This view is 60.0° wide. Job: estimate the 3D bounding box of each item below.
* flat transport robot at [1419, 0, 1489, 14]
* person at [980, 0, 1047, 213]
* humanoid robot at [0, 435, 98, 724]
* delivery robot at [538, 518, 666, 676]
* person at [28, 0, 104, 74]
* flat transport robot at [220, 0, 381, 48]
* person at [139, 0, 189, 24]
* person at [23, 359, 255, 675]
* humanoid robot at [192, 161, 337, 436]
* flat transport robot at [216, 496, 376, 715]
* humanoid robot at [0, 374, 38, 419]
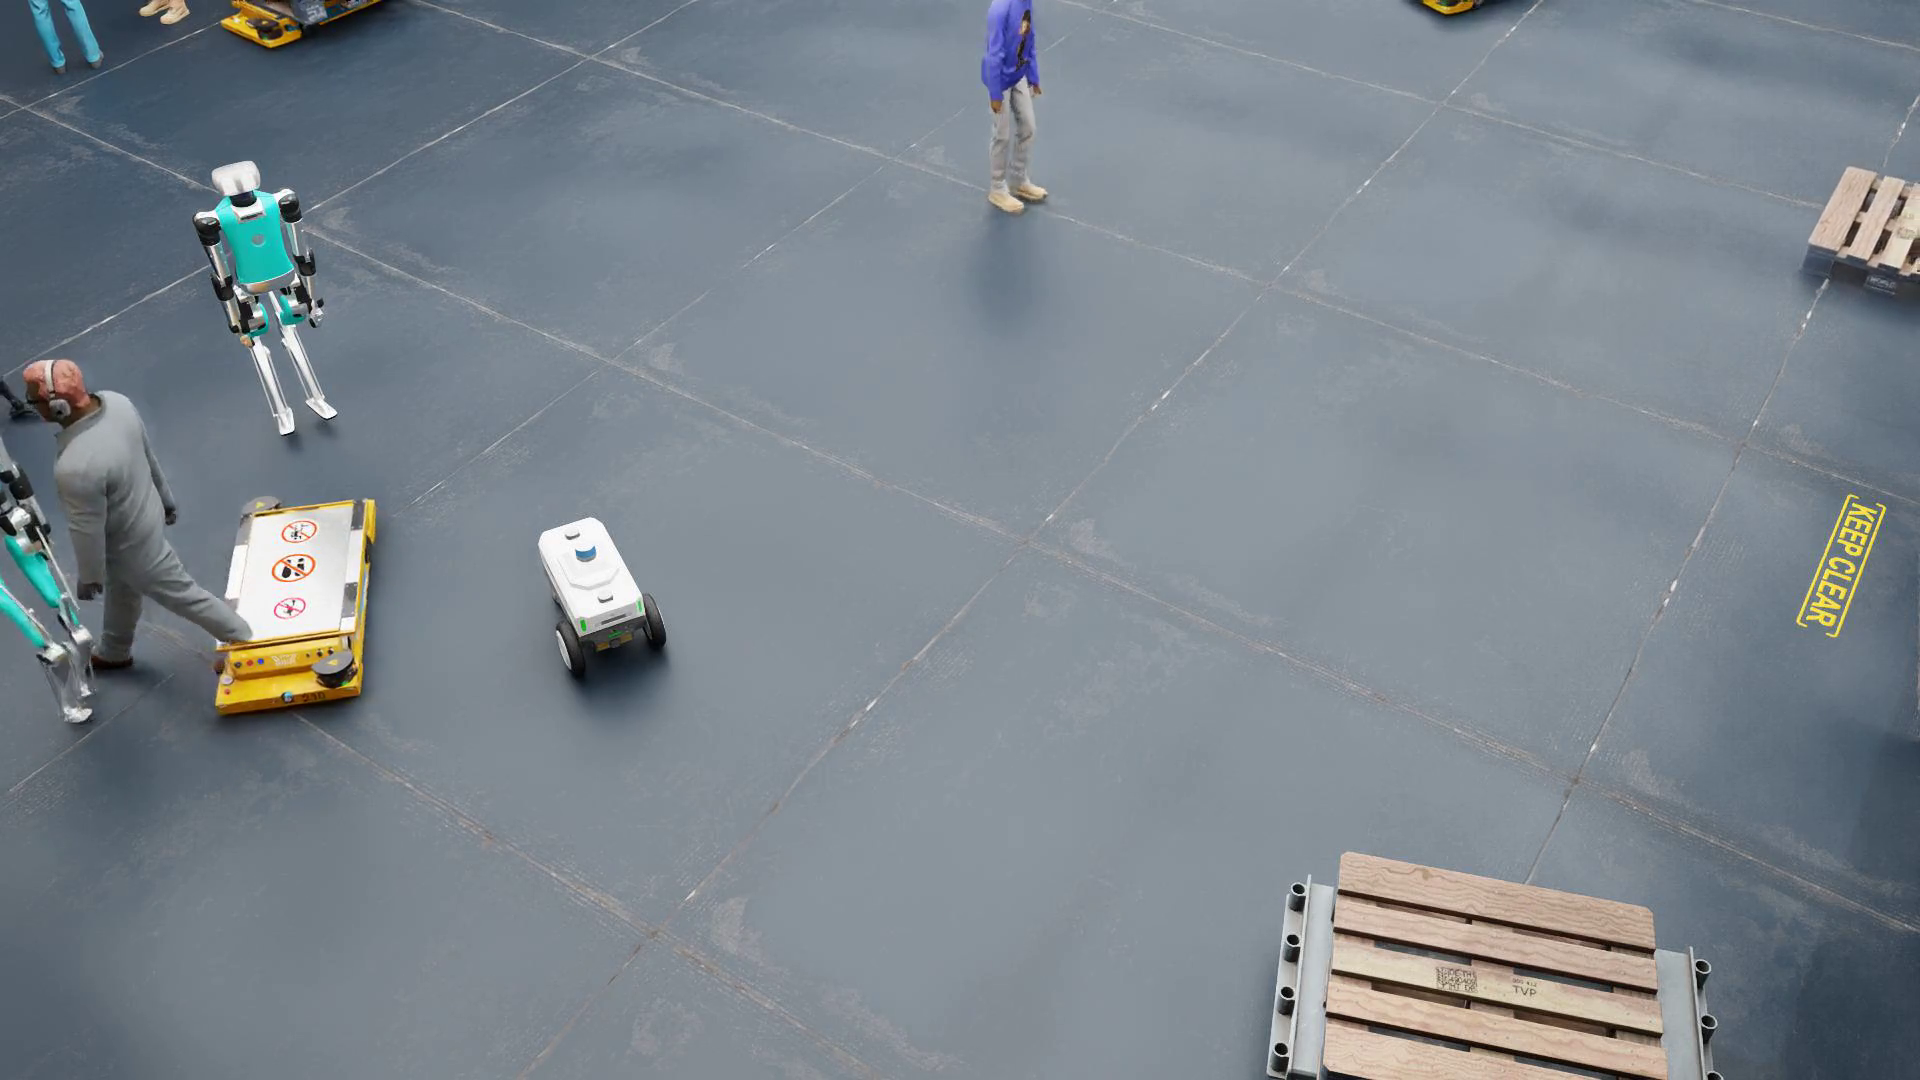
[{"bbox_3d":[4.453,-4.821,14.174,1.431,0.231,0.659,-22,46,-23],"label":"flat transport robot"},{"bbox_3d":[0.326,-3.033,11.007,0.357,1.835,0.494,24,47,25],"label":"person"},{"bbox_3d":[-4.286,0.122,7.565,0.787,1.798,0.543,26,48,26],"label":"humanoid robot"},{"bbox_3d":[-1.828,0.239,8.287,0.499,0.581,0.774,-19,45,-20],"label":"delivery robot"},{"bbox_3d":[-6.979,-4.423,12.557,0.557,1.837,0.392,-11,43,-12],"label":"person"},{"bbox_3d":[-5.334,-4.485,13.798,0.659,0.231,1.431,27,48,27],"label":"flat transport robot"},{"bbox_3d":[-6.621,-5.021,13.296,0.474,1.738,0.309,22,46,23],"label":"person"},{"bbox_3d":[-3.862,-0.041,7.643,1.021,1.848,0.643,-9,43,-10],"label":"person"},{"bbox_3d":[-3.822,-1.384,9.126,0.533,1.677,0.735,-24,47,-25],"label":"humanoid robot"},{"bbox_3d":[-3.365,0.275,8.471,0.659,0.231,1.431,-8,42,-9],"label":"flat transport robot"},{"bbox_3d":[-5.694,-1.383,9.288,0.696,1.634,0.601,-11,43,-12],"label":"humanoid robot"}]
